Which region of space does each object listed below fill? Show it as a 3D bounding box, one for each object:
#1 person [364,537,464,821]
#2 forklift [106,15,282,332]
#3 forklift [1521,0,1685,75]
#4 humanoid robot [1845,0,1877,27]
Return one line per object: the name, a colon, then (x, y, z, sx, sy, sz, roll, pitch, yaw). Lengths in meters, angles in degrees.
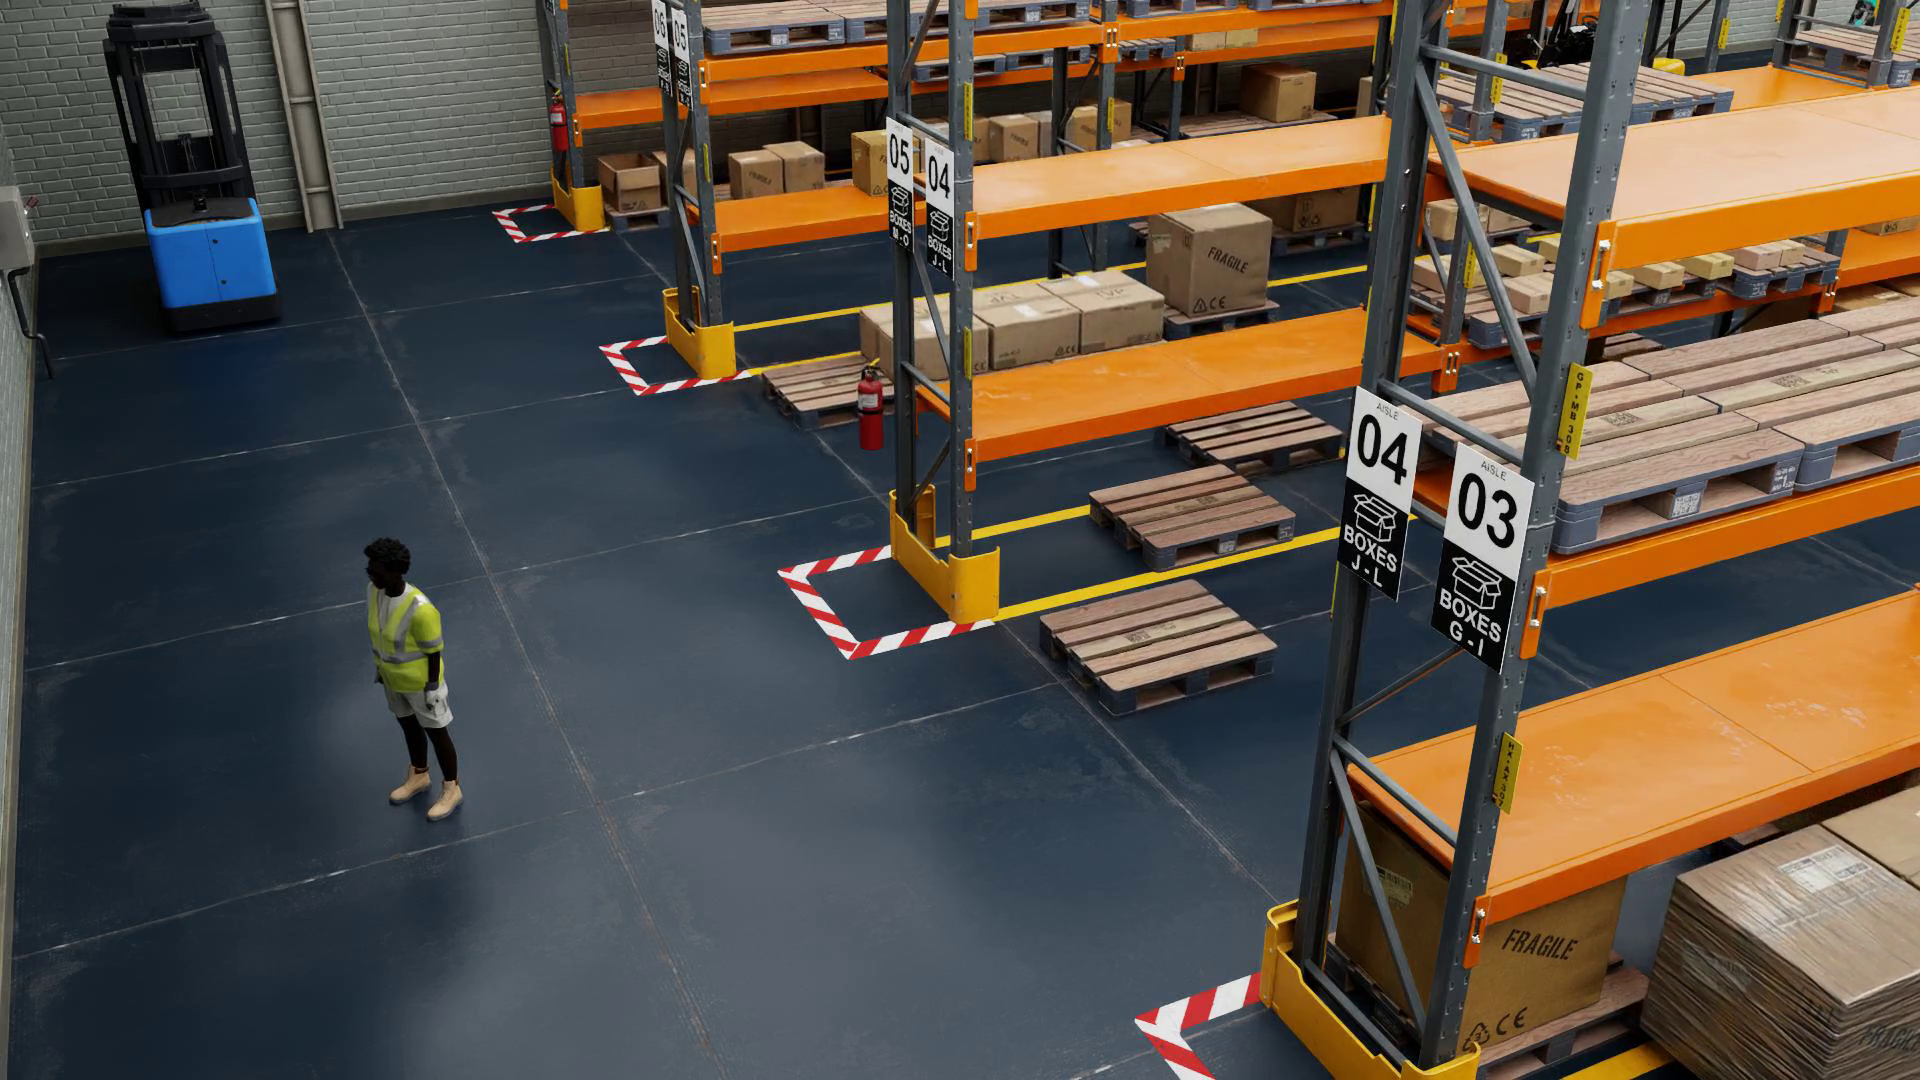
person: (-3.019, 0.750, 9.114, 0.538, 1.696, 0.317, 17, 32, 30)
forklift: (-7.548, -3.672, 16.323, 1.129, 2.768, 1.873, -12, 30, -22)
forklift: (8.950, -6.807, 23.056, 1.214, 2.155, 2.313, -12, 30, -22)
humanoid robot: (13.857, -7.978, 25.838, 0.946, 1.803, 0.585, -7, 28, -14)
